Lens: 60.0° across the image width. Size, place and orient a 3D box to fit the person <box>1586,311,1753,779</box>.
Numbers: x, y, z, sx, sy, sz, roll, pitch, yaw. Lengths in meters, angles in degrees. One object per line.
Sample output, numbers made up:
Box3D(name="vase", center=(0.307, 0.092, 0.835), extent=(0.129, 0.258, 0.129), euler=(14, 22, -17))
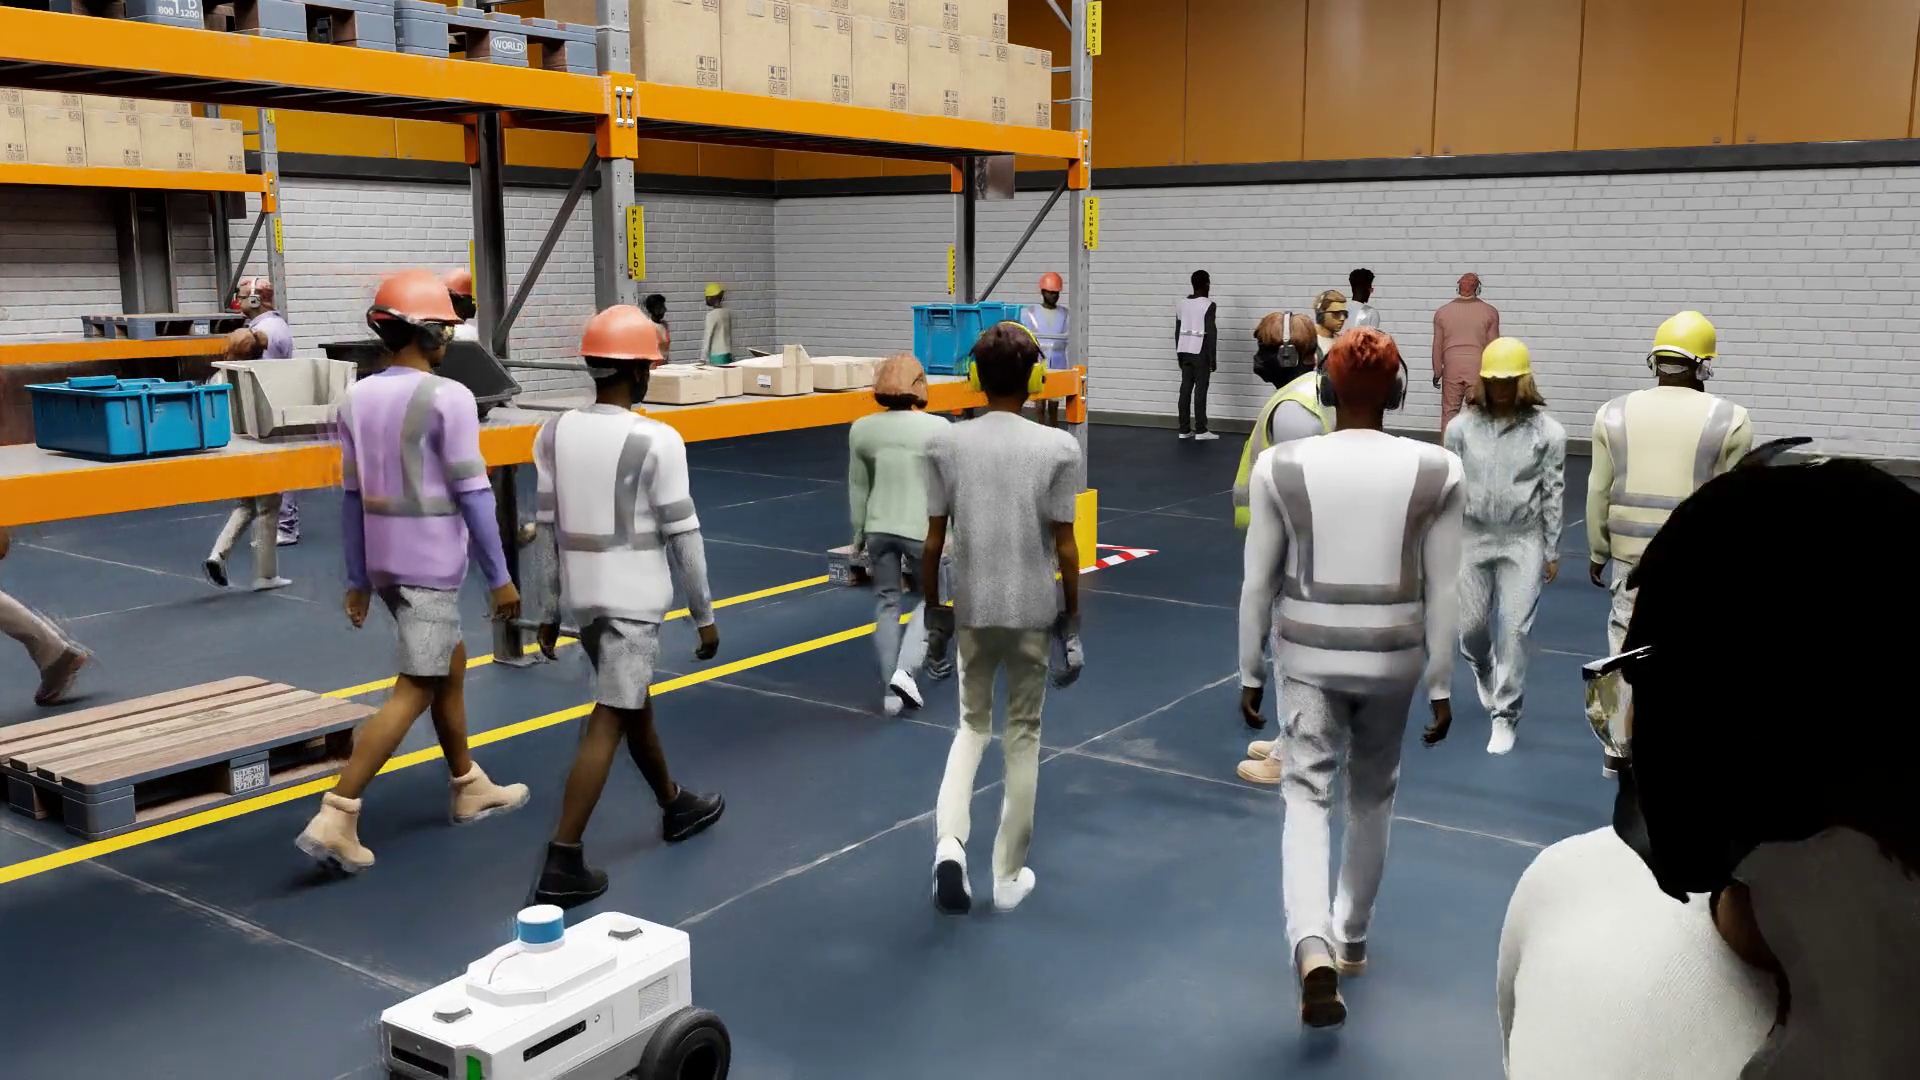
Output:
Box3D(name="person", center=(2.732, 0.041, 6.413), extent=(0.600, 1.830, 0.404), euler=(7, 12, 36))

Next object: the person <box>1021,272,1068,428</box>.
Box3D(name="person", center=(0.904, -1.678, 16.431), extent=(0.564, 1.906, 0.809), euler=(-2, 10, -9))

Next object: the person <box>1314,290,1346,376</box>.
Box3D(name="person", center=(2.430, -0.762, 11.223), extent=(0.521, 1.834, 0.366), euler=(-7, 12, -36))

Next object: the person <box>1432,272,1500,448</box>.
Box3D(name="person", center=(4.928, -1.641, 16.207), extent=(0.639, 1.910, 0.407), euler=(4, 10, 23))

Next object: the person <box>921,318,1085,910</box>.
Box3D(name="person", center=(0.125, 0.261, 5.066), extent=(0.507, 1.855, 0.525), euler=(3, 10, 16))

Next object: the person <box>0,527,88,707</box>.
Box3D(name="person", center=(-4.302, -0.155, 7.189), extent=(0.621, 1.964, 0.956), euler=(7, 12, 35))

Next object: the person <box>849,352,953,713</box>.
Box3D(name="person", center=(-0.251, -0.025, 7.407), extent=(0.514, 1.617, 0.344), euler=(4, 10, 21))

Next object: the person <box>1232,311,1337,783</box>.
Box3D(name="person", center=(1.278, 0.030, 6.501), extent=(0.432, 1.836, 0.618), euler=(2, 10, 14))

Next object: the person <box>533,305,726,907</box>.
Box3D(name="person", center=(-1.088, 0.187, 5.409), extent=(0.568, 1.883, 1.013), euler=(5, 11, 28))

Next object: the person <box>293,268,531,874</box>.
Box3D(name="person", center=(-1.890, 0.090, 5.627), extent=(0.611, 2.007, 0.999), euler=(7, 12, 37))

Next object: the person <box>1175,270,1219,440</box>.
Box3D(name="person", center=(2.679, -2.099, 18.900), extent=(0.399, 1.920, 0.590), euler=(-7, 12, -36))

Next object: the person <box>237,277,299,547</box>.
Box3D(name="person", center=(-4.940, -0.904, 11.824), extent=(0.403, 1.906, 0.652), euler=(-3, 10, -15))

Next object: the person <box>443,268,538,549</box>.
Box3D(name="person", center=(-3.395, -0.846, 11.306), extent=(0.612, 1.979, 1.100), euler=(6, 11, 32))

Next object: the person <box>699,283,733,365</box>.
Box3D(name="person", center=(-3.024, -2.254, 20.282), extent=(0.489, 1.750, 0.554), euler=(3, 10, 19))

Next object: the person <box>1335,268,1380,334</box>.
Box3D(name="person", center=(3.772, -1.615, 15.905), extent=(0.372, 1.958, 0.607), euler=(-6, 11, -31))

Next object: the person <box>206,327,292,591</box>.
Box3D(name="person", center=(-4.330, -0.476, 10.113), extent=(0.519, 1.625, 0.427), euler=(4, 10, 20))

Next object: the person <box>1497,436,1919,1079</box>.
Box3D(name="person", center=(0.602, 0.881, 1.154), extent=(0.563, 1.926, 0.639), euler=(-3, 10, -15))

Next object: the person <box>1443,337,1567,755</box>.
Box3D(name="person", center=(2.273, 0.003, 6.984), extent=(0.494, 1.721, 0.609), euler=(4, 11, 25))

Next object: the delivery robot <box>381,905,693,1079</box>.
Box3D(name="delivery robot", center=(-0.944, 1.075, 3.776), extent=(0.477, 0.478, 0.707), euler=(6, 11, 33))

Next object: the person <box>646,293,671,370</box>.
Box3D(name="person", center=(-3.326, -1.831, 18.023), extent=(0.421, 1.674, 0.571), euler=(4, 10, 22))

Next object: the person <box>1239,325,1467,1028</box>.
Box3D(name="person", center=(1.041, 0.358, 4.463), extent=(0.586, 1.861, 0.828), euler=(2, 10, 11))
